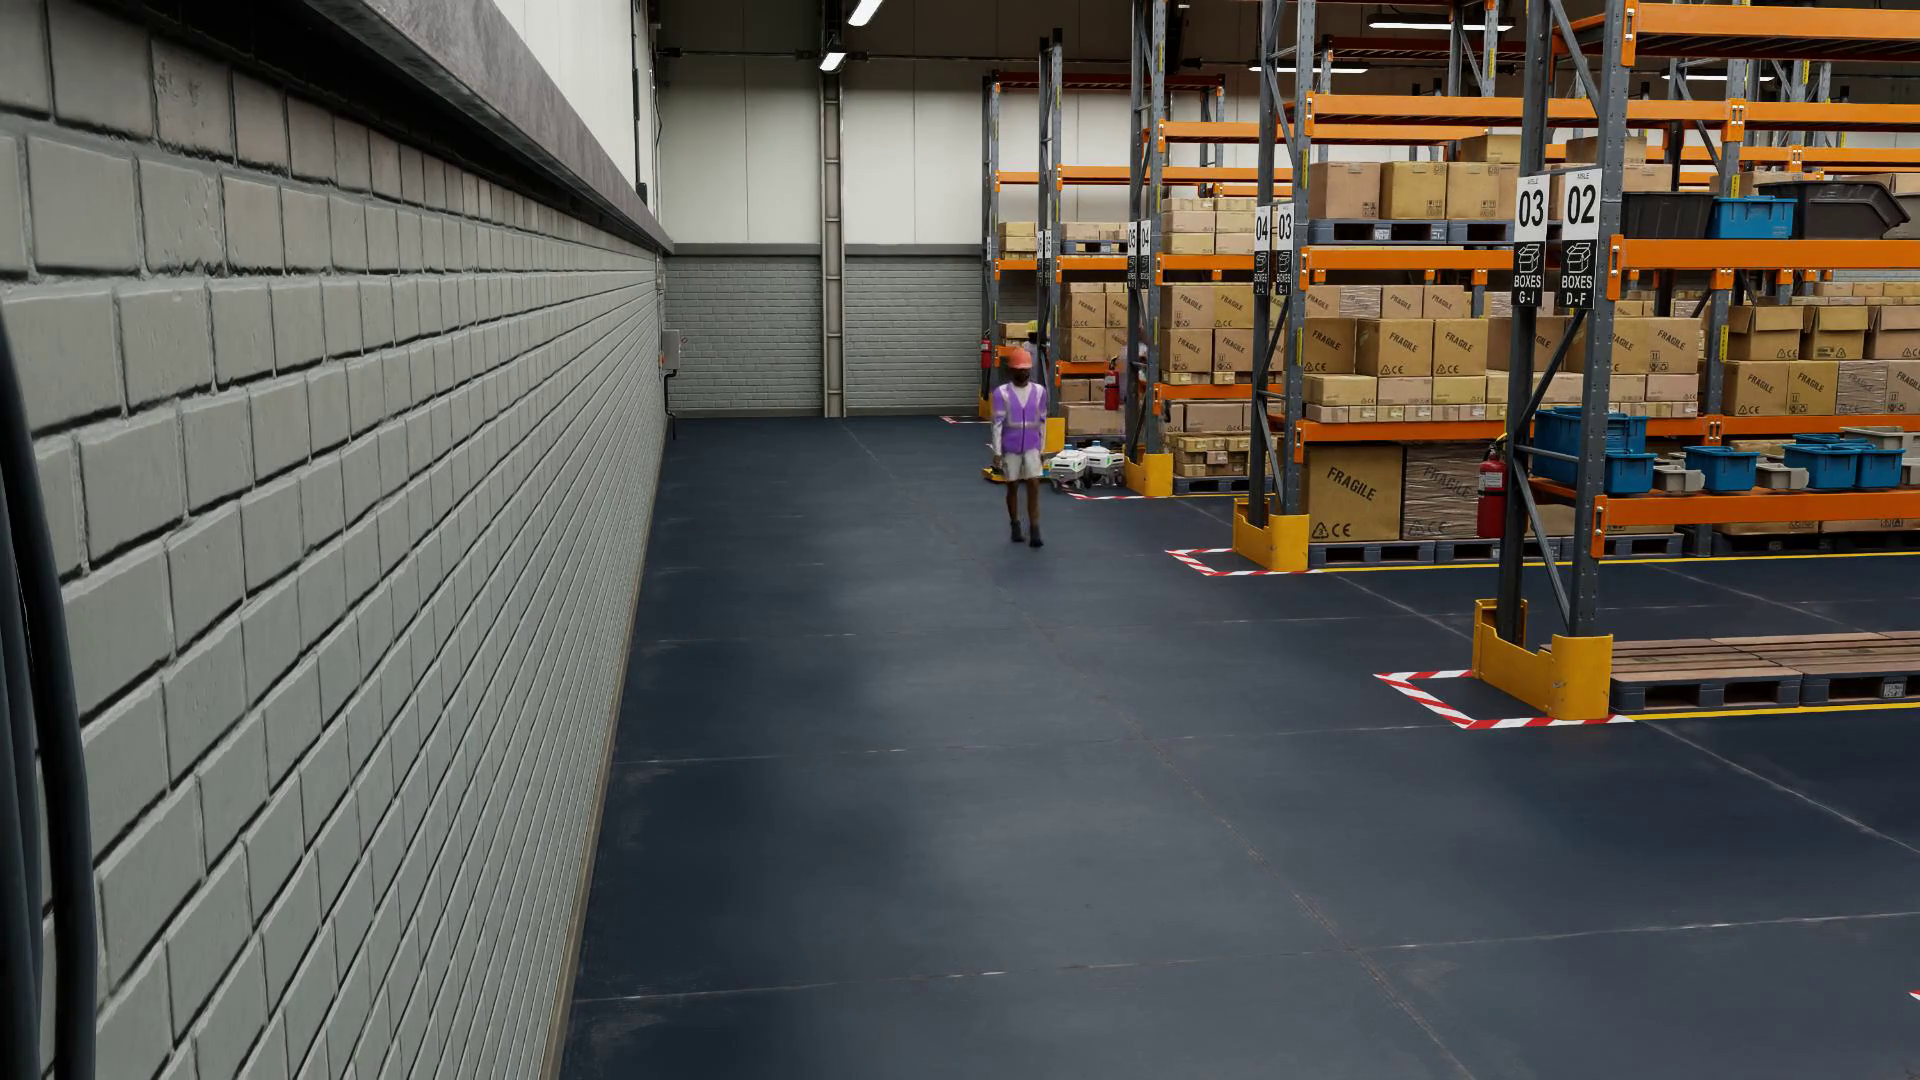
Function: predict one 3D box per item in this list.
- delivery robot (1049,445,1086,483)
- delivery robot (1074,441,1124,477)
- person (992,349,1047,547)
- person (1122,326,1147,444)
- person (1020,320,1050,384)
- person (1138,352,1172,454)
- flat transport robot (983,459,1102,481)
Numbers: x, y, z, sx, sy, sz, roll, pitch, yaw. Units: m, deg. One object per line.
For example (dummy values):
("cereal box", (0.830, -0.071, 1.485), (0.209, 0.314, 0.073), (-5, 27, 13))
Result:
("delivery robot", (1.297, -0.905, 20.010), (0.477, 0.478, 0.707), (2, 10, 15))
("delivery robot", (1.678, -0.980, 20.471), (0.477, 0.478, 0.707), (-9, 13, -43))
("person", (0.593, -0.872, 15.965), (0.564, 1.892, 0.943), (-1, 9, -9))
("person", (2.541, -2.026, 23.091), (0.451, 1.888, 0.684), (-4, 10, -24))
("person", (1.204, -2.500, 26.066), (0.856, 1.895, 0.593), (-8, 12, -41))
("person", (2.494, -1.623, 21.468), (0.565, 1.618, 0.394), (0, 9, -3))
("flat transport robot", (1.047, -0.902, 21.152), (1.431, 0.197, 0.652), (-2, 9, -10))
